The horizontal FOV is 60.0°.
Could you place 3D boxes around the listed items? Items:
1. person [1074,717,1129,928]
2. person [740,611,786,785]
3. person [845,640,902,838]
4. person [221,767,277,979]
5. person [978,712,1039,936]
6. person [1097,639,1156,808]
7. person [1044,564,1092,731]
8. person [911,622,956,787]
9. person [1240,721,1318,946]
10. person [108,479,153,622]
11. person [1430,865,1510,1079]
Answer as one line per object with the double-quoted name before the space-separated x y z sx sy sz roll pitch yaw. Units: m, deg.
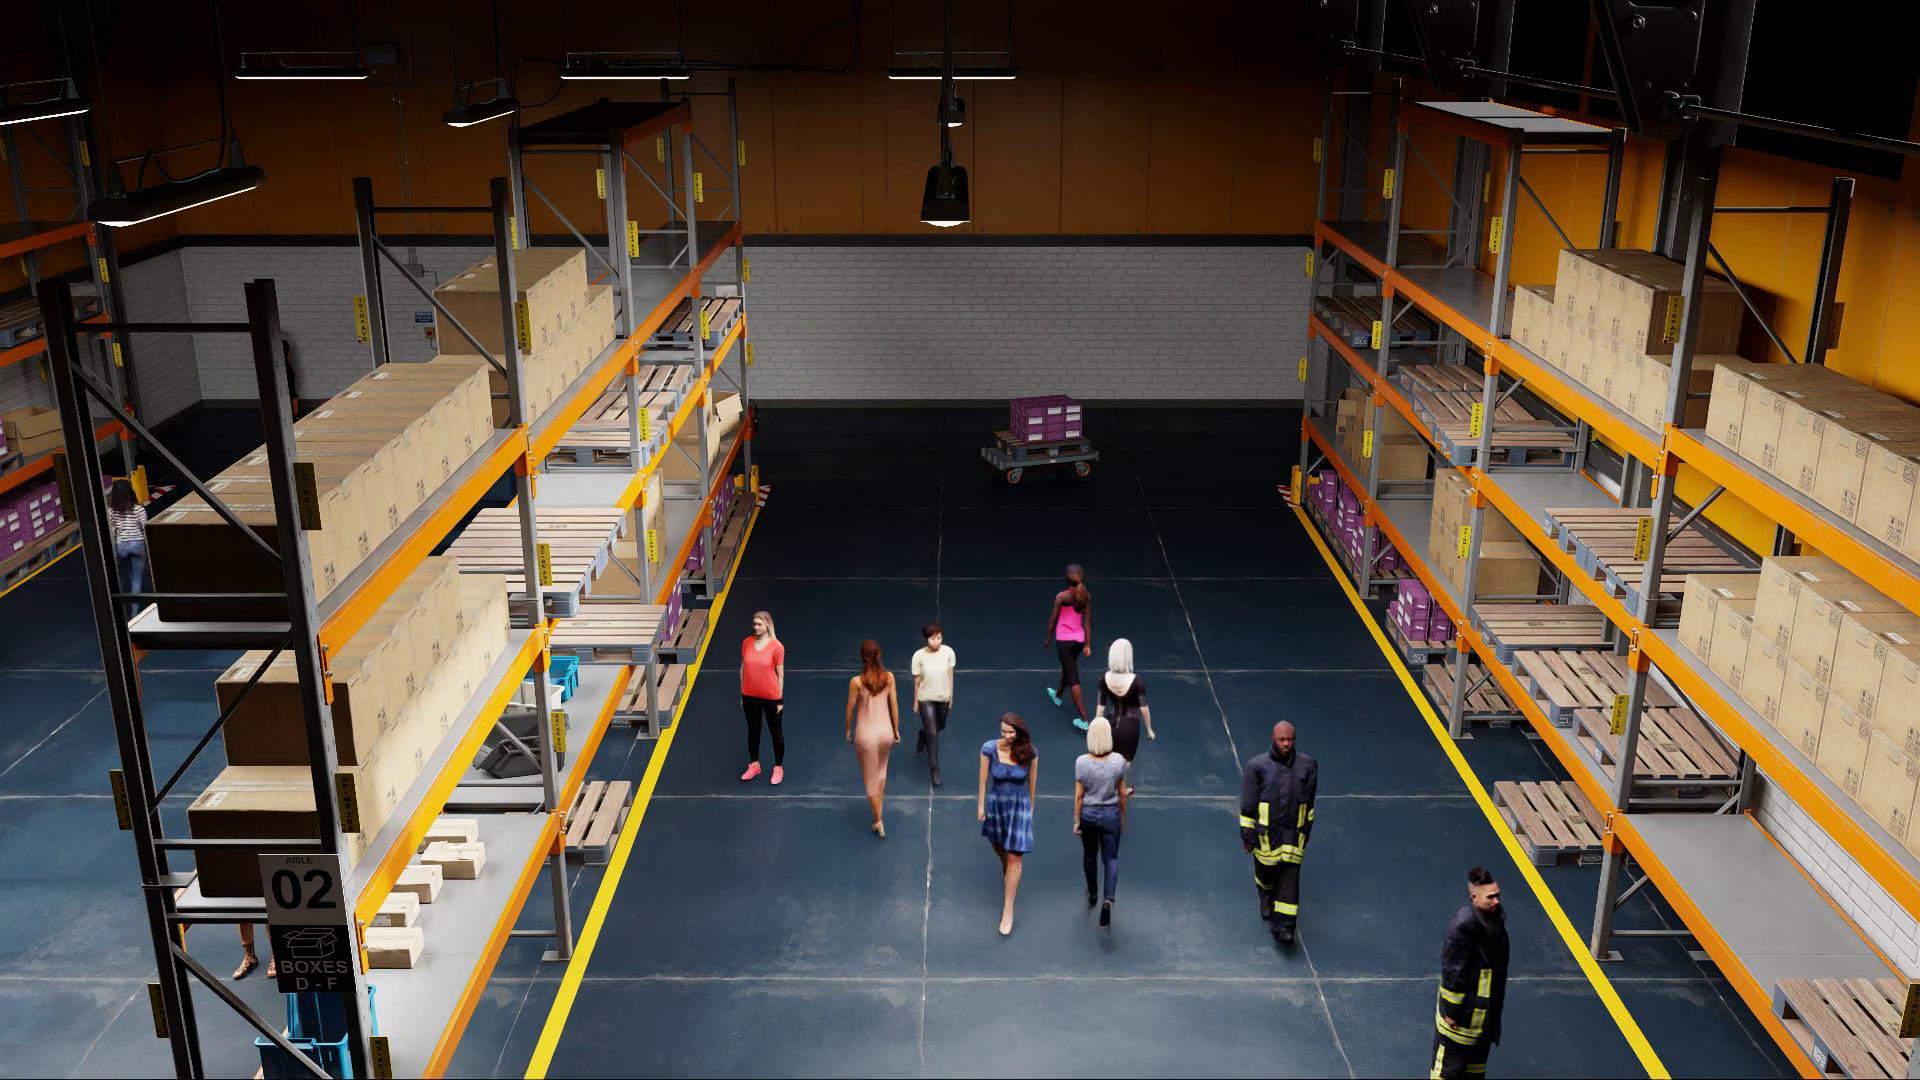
"person" 1.124 2.274 13.306 0.583 1.696 0.973 0 19 1
"person" -1.852 1.471 15.692 0.651 1.694 0.626 6 19 17
"person" -0.733 1.774 14.600 0.719 1.818 0.774 -6 20 -18
"person" -5.389 2.494 12.594 0.596 1.733 0.500 0 19 -1
"person" 0.382 2.196 13.425 0.749 1.767 1.200 3 19 9
"person" 1.388 1.787 14.608 0.975 1.788 1.218 10 21 27
"person" 1.154 1.110 16.807 0.928 1.668 1.222 -9 21 -25
"person" -0.273 1.500 15.821 0.834 1.558 1.085 -7 20 -21
"person" 2.516 2.248 13.257 0.813 1.777 1.179 2 19 5
"person" -9.647 0.216 19.354 0.768 1.735 1.203 -3 19 -9
"person" 3.372 2.975 10.966 0.884 1.862 0.928 -15 24 -38
